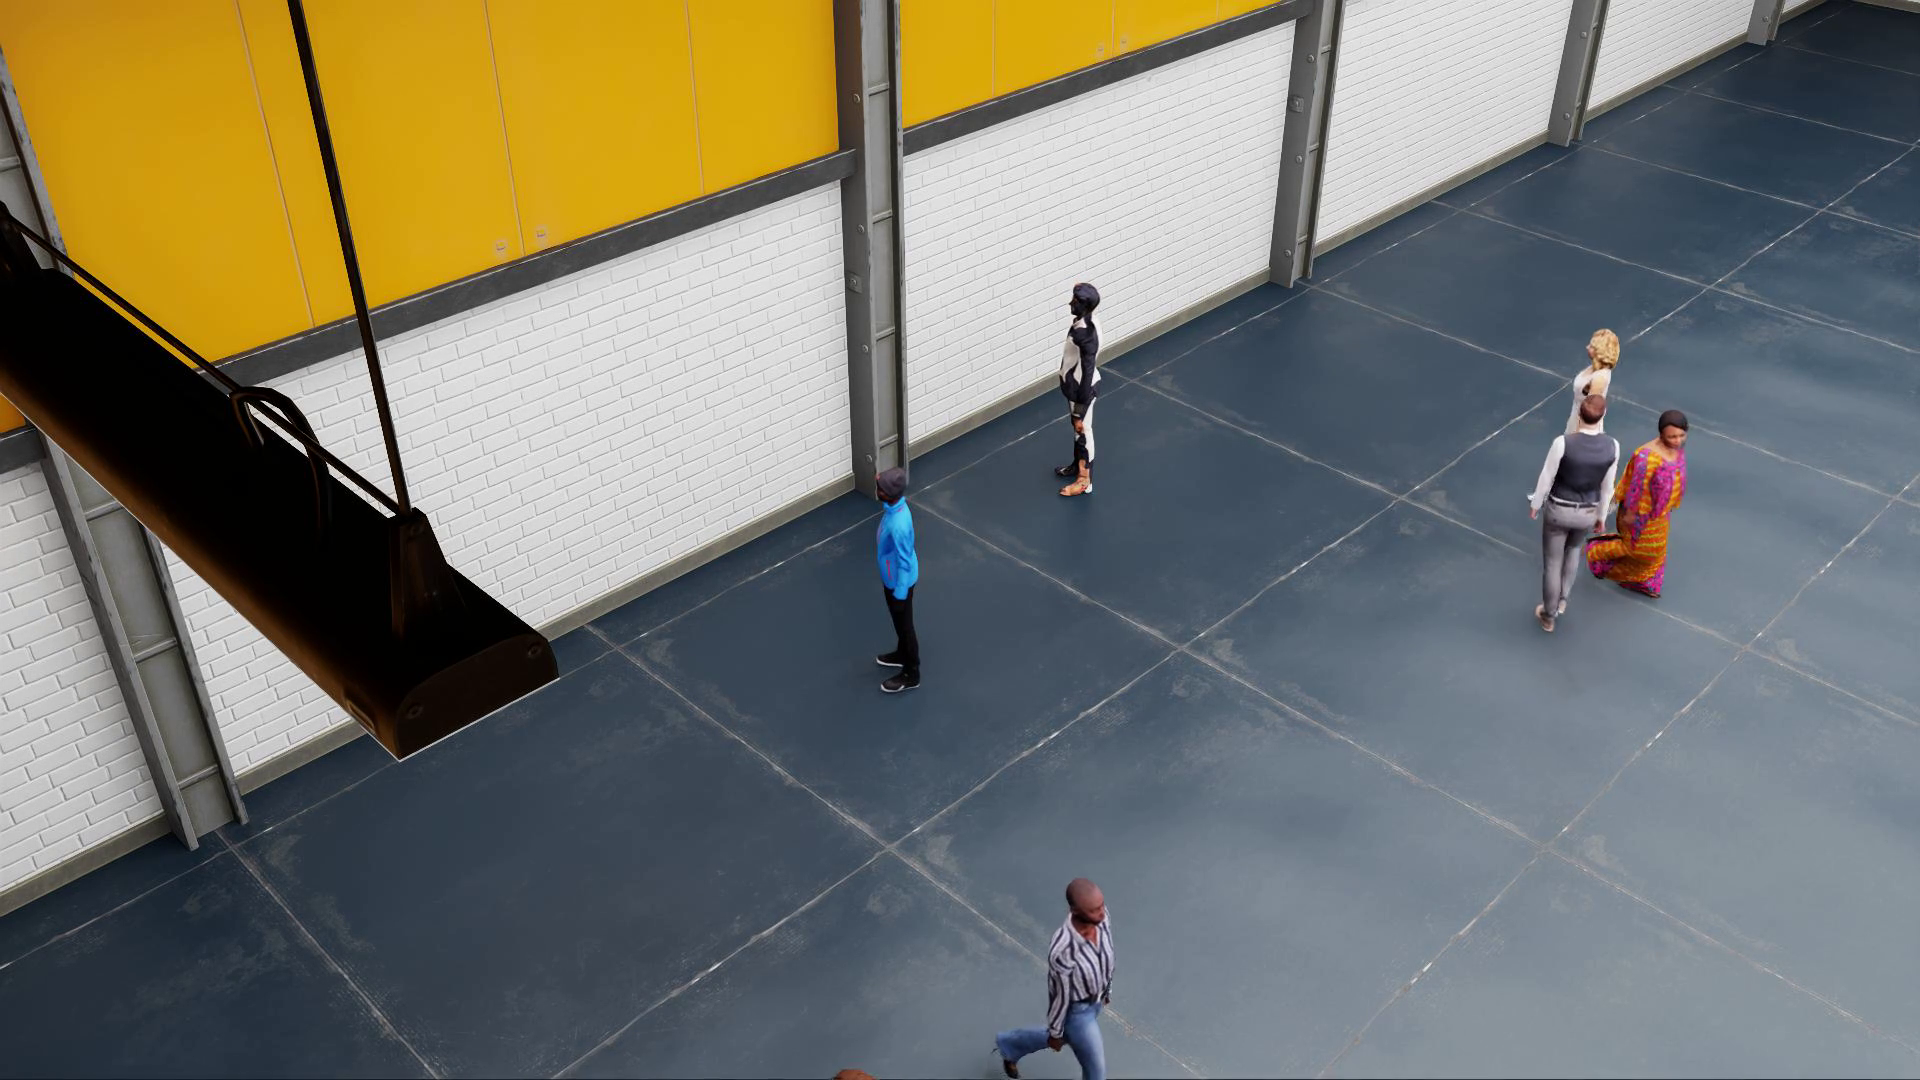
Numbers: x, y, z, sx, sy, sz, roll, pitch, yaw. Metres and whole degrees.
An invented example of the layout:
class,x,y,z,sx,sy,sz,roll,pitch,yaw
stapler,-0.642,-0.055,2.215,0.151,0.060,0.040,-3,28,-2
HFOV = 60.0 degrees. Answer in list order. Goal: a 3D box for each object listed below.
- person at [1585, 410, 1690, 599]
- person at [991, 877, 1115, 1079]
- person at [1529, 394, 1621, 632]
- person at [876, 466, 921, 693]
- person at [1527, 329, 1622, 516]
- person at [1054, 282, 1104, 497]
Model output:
class,x,y,z,sx,sy,sz,roll,pitch,yaw
person,5.200,-0.305,12.683,0.723,1.655,0.807,28,43,35
person,0.530,2.377,8.551,0.876,1.763,1.113,19,38,26
person,4.505,-0.151,12.210,0.812,1.923,0.858,3,34,5
person,-0.420,0.265,11.698,0.719,1.797,0.695,-5,34,-8
person,5.208,-0.925,13.617,0.950,1.654,1.018,9,35,13
person,1.018,-1.272,13.923,0.822,1.893,0.766,-1,34,-1
